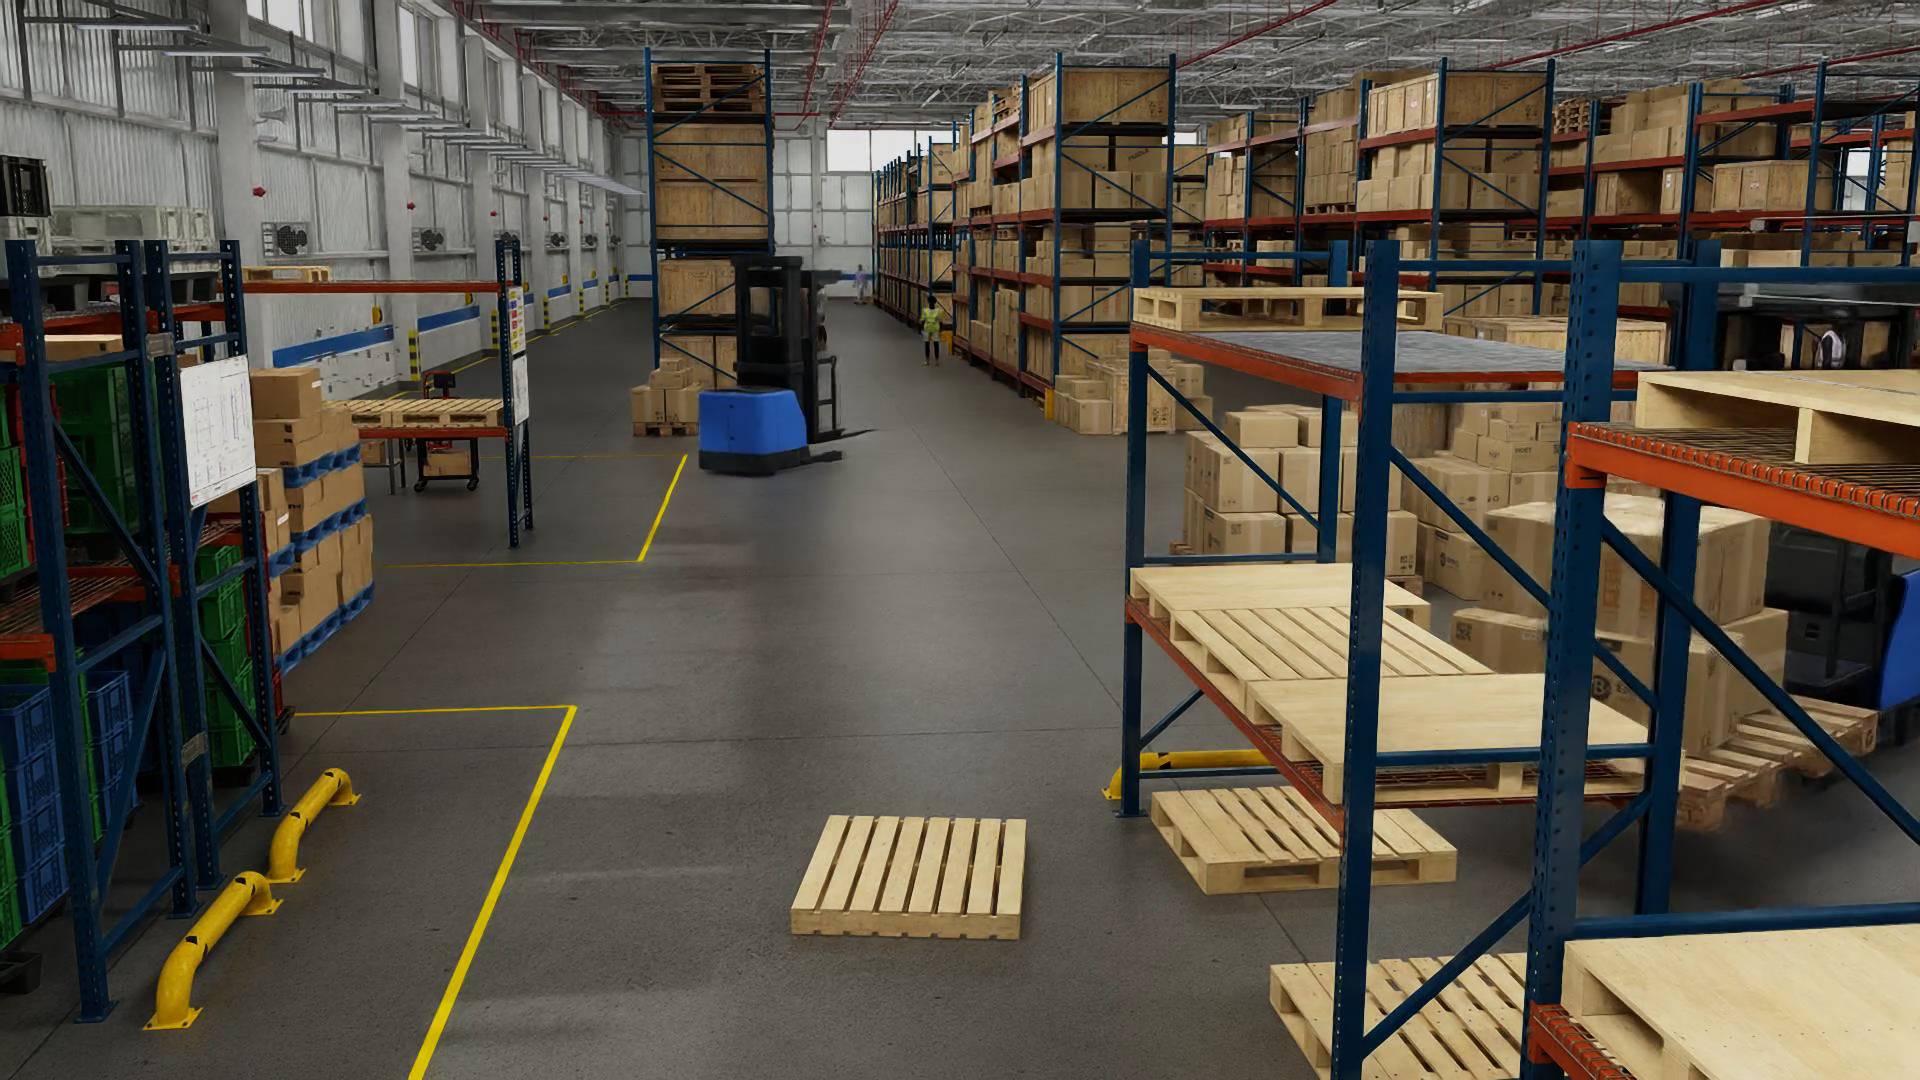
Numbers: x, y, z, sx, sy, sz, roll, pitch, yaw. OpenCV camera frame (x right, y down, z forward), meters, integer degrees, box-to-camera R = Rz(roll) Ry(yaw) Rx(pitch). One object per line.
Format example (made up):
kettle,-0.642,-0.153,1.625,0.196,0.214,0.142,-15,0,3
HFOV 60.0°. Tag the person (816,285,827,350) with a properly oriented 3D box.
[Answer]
person,-3.897,-6.263,45.963,0.392,2.040,0.611,-6,12,-29

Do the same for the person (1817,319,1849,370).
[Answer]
person,13.083,-2.413,25.000,0.397,1.911,0.587,10,14,44

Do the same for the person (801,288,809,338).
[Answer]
person,-4.494,-6.853,49.736,0.655,1.875,0.860,1,10,7

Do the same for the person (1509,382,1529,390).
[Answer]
person,5.896,-0.944,17.620,0.371,1.625,0.548,-4,11,-22

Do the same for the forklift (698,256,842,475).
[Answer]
forklift,-2.543,-2.352,21.968,1.129,2.768,1.873,5,12,27

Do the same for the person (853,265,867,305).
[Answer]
person,-4.681,-11.973,78.065,0.637,1.889,1.040,9,14,41

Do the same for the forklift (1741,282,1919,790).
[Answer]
forklift,5.068,-0.168,9.866,1.873,2.768,1.129,-9,13,-40

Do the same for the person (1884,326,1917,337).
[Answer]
person,19.719,-4.158,35.007,0.648,1.786,0.969,-1,10,-5

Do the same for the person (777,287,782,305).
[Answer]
person,-8.382,-11.810,77.912,0.822,1.605,0.525,2,10,12

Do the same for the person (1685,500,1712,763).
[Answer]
person,3.911,0.474,8.956,0.586,1.920,0.419,-5,12,-28

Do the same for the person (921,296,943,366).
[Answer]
person,-0.678,-5.067,40.291,0.540,1.695,0.317,2,10,11

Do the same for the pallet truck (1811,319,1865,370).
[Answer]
pallet truck,15.846,-3.142,28.793,1.885,1.965,0.823,2,10,12
